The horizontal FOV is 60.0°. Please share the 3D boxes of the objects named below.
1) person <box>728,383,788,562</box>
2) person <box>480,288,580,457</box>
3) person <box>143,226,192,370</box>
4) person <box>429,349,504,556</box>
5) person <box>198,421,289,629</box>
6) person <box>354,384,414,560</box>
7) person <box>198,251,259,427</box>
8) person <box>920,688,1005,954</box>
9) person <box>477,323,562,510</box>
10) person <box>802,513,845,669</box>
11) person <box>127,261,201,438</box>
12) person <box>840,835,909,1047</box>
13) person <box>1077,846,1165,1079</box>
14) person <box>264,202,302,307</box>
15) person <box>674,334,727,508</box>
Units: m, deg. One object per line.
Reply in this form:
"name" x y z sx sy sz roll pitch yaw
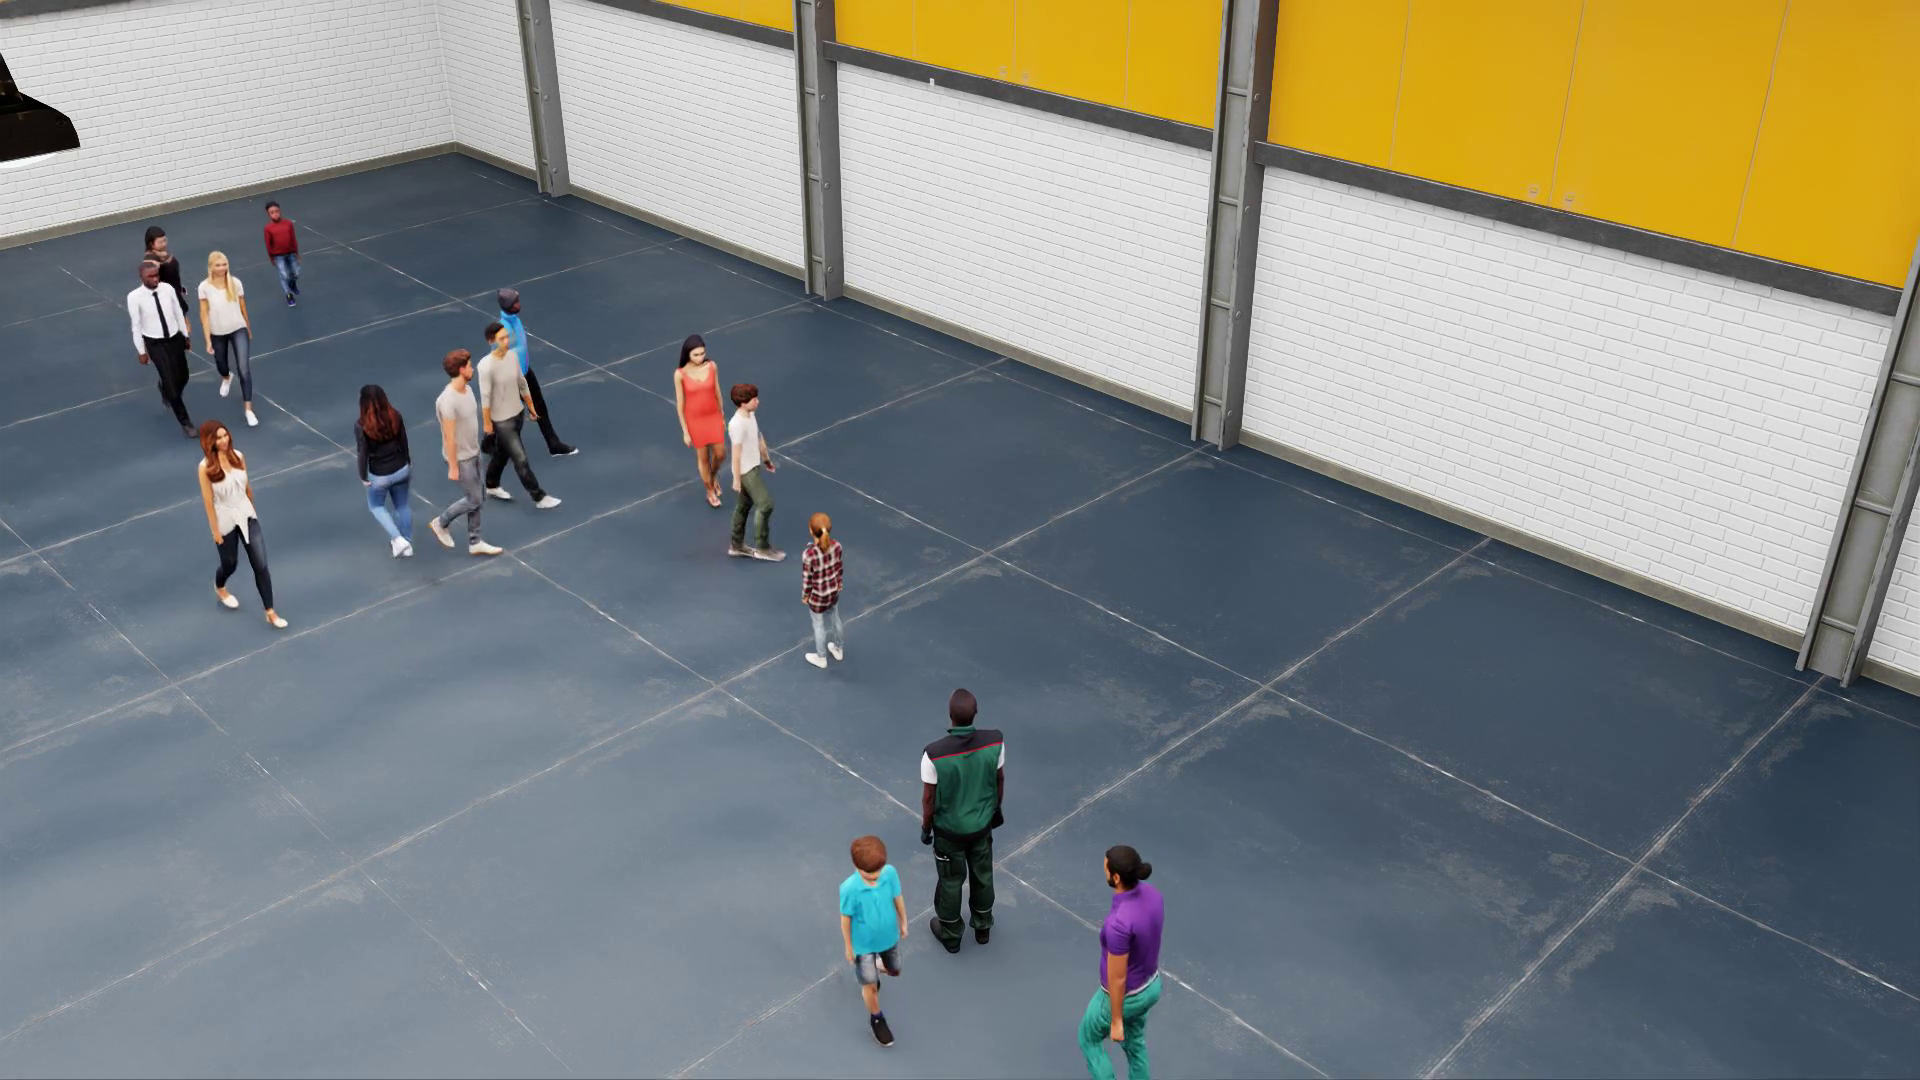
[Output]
"person" -1.901 -0.584 14.300 0.883 1.638 0.815 1 29 3
"person" -4.355 -1.537 15.933 1.230 1.747 1.127 1 29 3
"person" -8.613 -2.550 17.852 0.839 1.687 0.705 -12 31 -20
"person" -4.347 -0.712 14.299 1.012 1.863 0.939 5 29 9
"person" -5.884 -0.133 13.352 1.124 1.753 0.722 19 34 30
"person" -4.866 -0.556 14.262 0.642 1.624 0.689 -24 37 -37
"person" -7.460 -2.090 16.927 0.893 1.766 1.255 -11 30 -19
"person" 0.018 1.677 9.945 0.774 1.839 0.750 -11 30 -19
"person" -4.208 -1.132 15.159 1.211 1.776 0.951 11 30 19
"person" -1.057 0.380 12.879 0.546 1.305 0.524 -21 35 -34
"person" -7.988 -1.949 16.627 1.081 1.805 0.688 22 36 35
"person" -0.519 2.186 9.434 0.684 1.433 0.833 -18 33 -29
"person" 0.955 2.416 8.696 0.693 1.737 0.717 16 32 26
"person" -8.145 -3.462 19.982 0.542 1.249 0.655 -20 34 -32
"person" -2.384 -1.114 15.204 0.705 1.702 0.729 -16 32 -26
